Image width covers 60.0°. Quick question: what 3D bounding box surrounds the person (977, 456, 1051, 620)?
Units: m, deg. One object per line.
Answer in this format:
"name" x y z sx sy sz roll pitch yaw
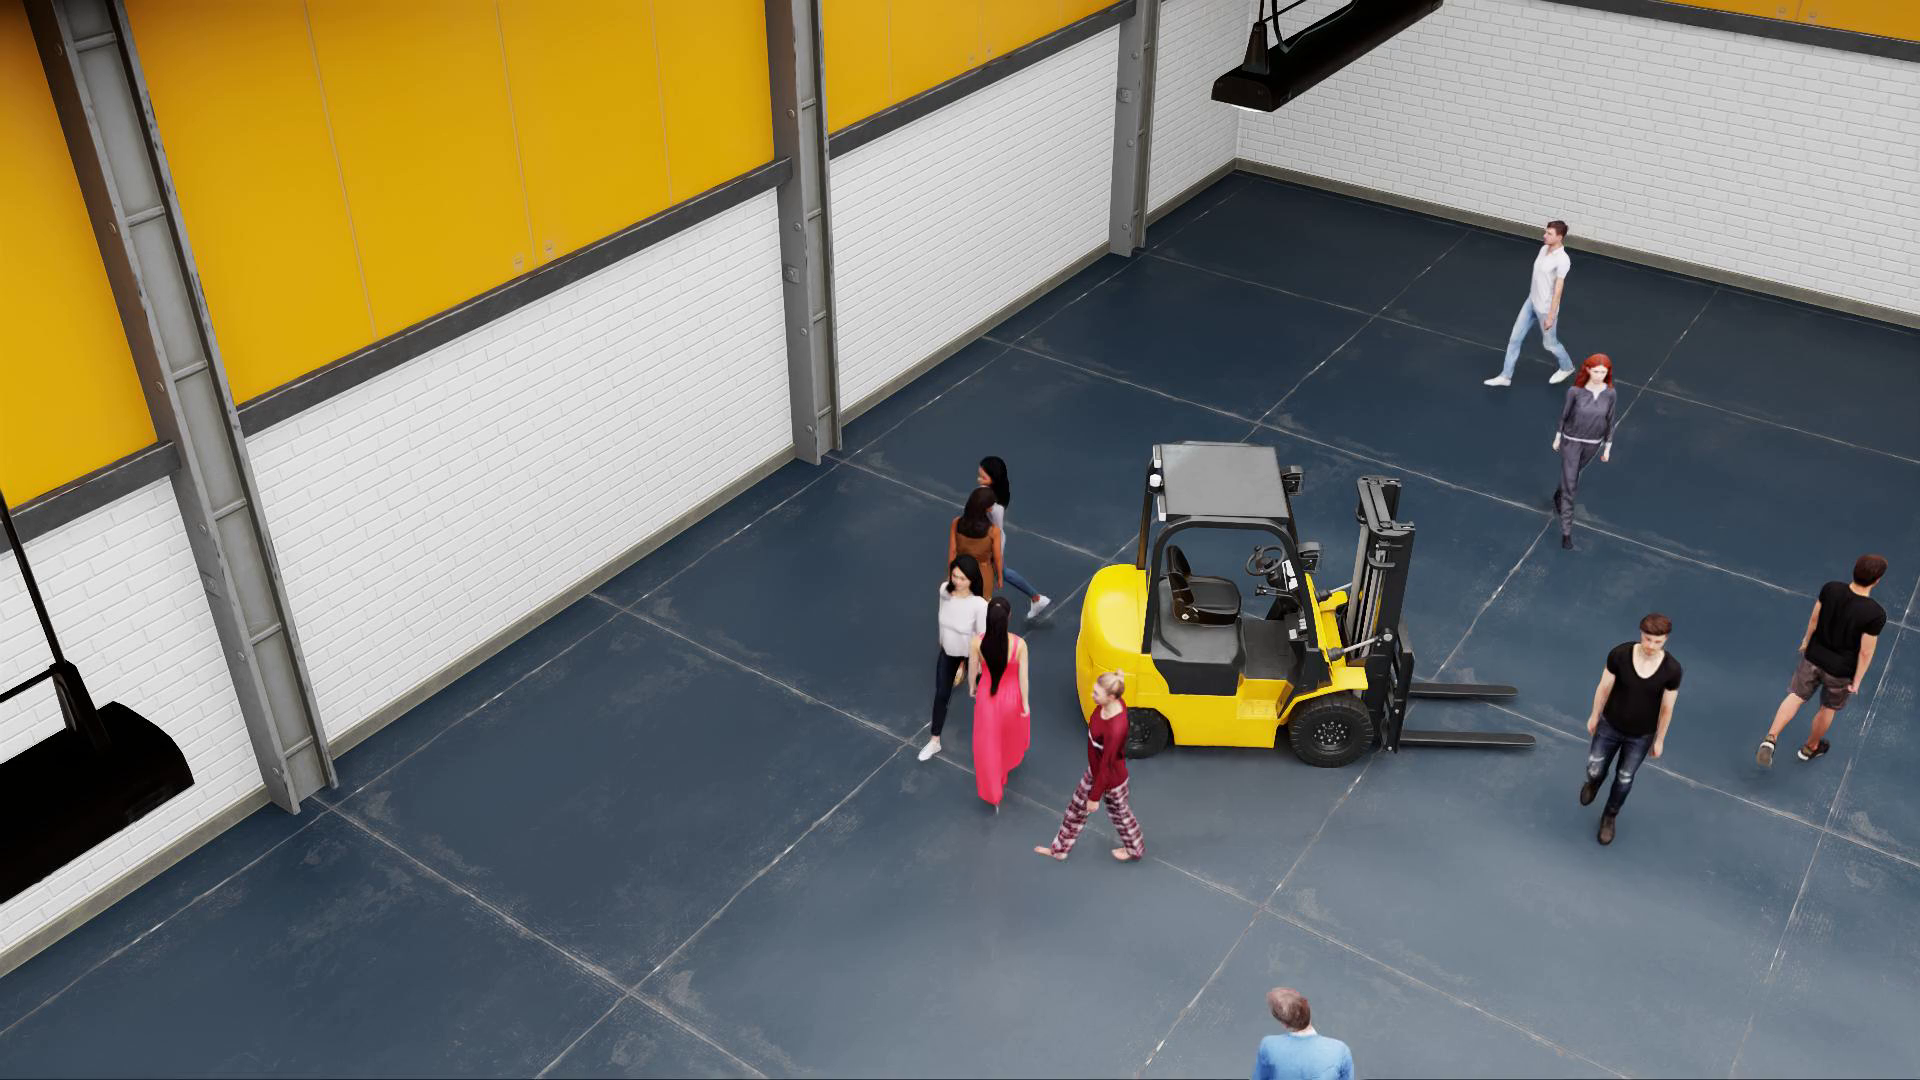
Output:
"person" 0.336 0.041 13.454 1.149 1.705 1.150 0 34 0

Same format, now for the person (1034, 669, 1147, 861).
"person" 1.075 1.561 11.203 1.103 1.665 1.055 -4 34 -6

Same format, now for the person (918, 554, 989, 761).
"person" 0.089 0.797 12.364 0.618 1.653 1.105 22 39 29

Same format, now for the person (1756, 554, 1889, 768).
"person" 6.237 0.903 12.034 1.125 1.842 0.875 -22 40 -30

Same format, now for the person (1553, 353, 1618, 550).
"person" 5.515 -0.875 14.817 0.983 1.722 1.227 4 34 6

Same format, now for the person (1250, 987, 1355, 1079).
"person" 1.836 3.067 8.836 0.843 1.777 0.751 19 38 26

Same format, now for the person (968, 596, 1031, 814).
"person" 0.272 1.204 11.712 0.892 1.696 1.044 2 34 3

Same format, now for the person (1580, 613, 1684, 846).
"person" 4.633 1.232 11.500 0.726 1.884 0.811 16 37 22

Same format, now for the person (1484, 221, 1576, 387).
"person" 6.034 -2.369 16.984 1.263 1.811 1.161 -8 34 -12

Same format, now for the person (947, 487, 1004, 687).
"person" 0.093 0.383 12.995 0.727 1.643 1.089 11 35 17
